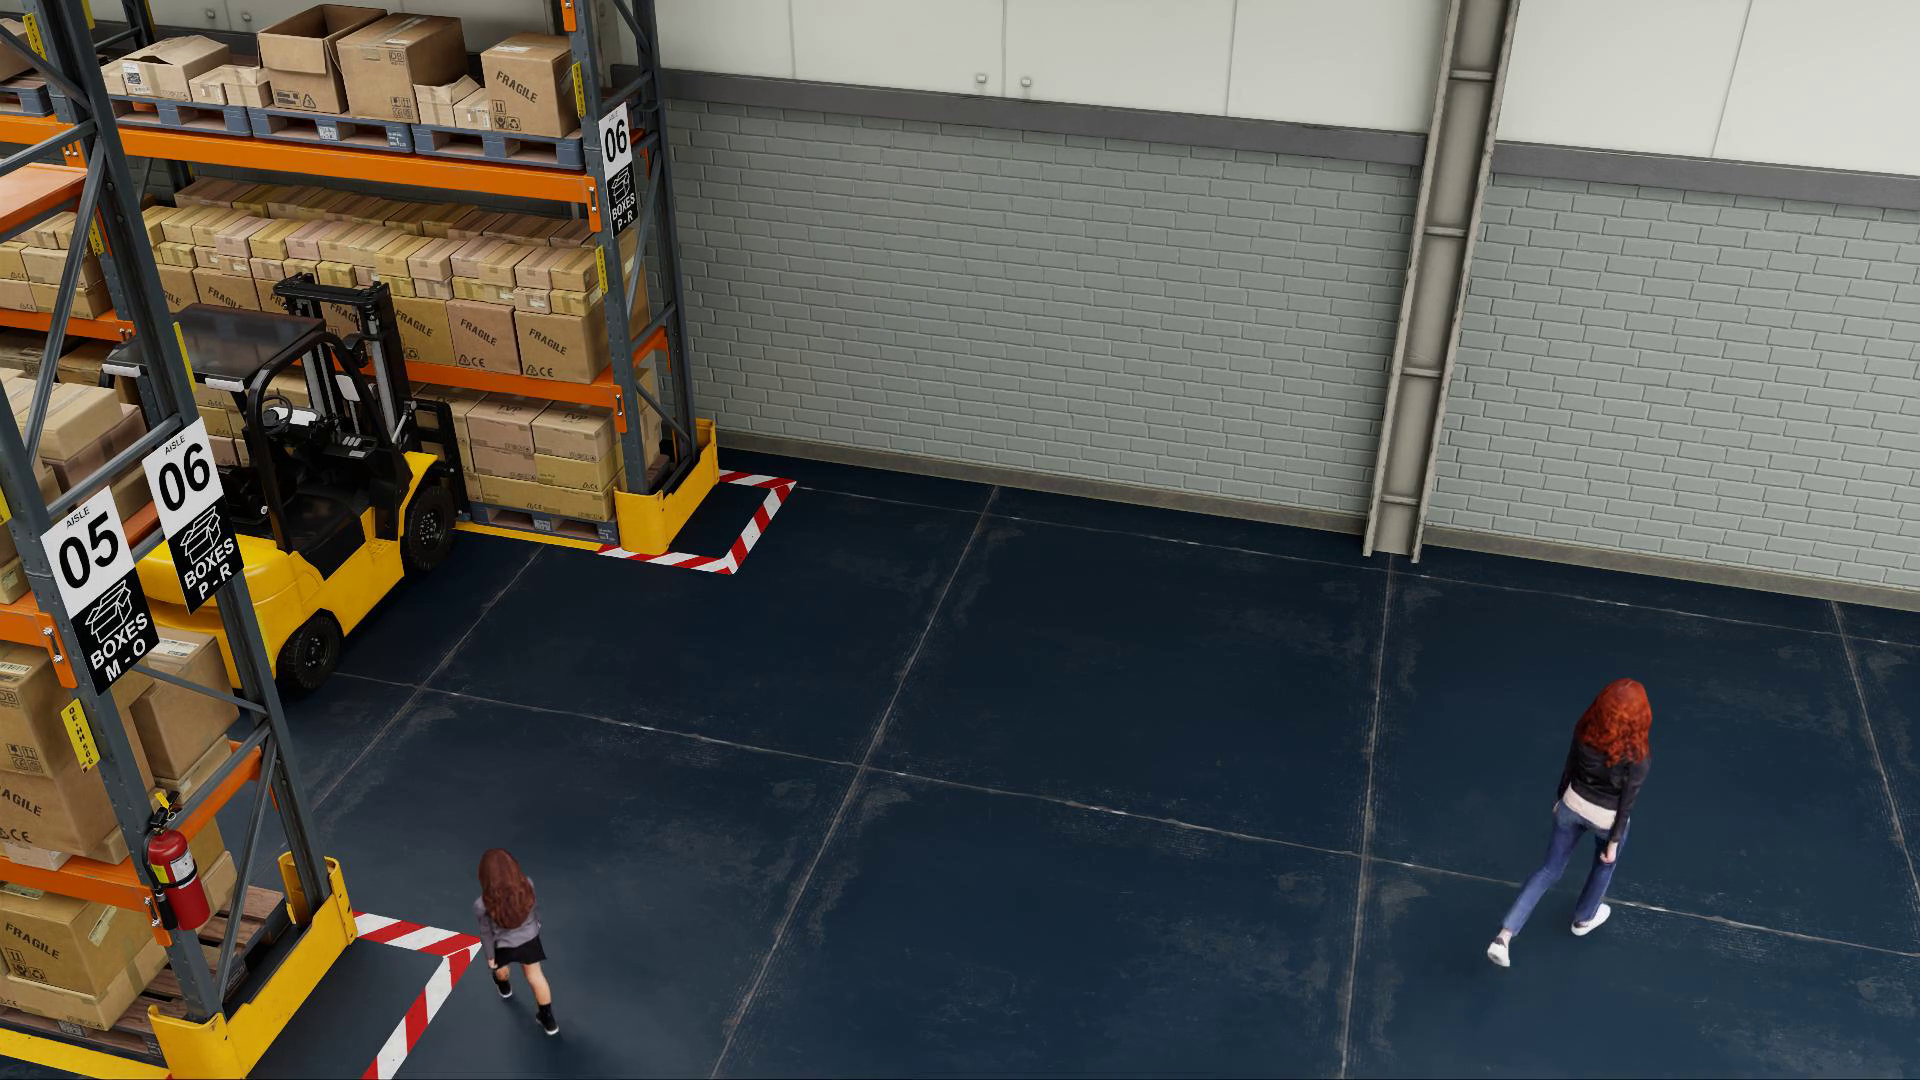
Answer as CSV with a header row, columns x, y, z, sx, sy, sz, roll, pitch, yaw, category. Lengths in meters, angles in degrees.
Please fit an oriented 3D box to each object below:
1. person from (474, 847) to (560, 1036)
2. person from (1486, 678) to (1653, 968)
x,y,z,sx,sy,sz,roll,pitch,yaw,category
-2.174,1.987,8.196,0.762,1.076,0.860,-22,39,-30,person
3.102,1.475,8.363,1.115,1.751,1.168,-24,40,-32,person
